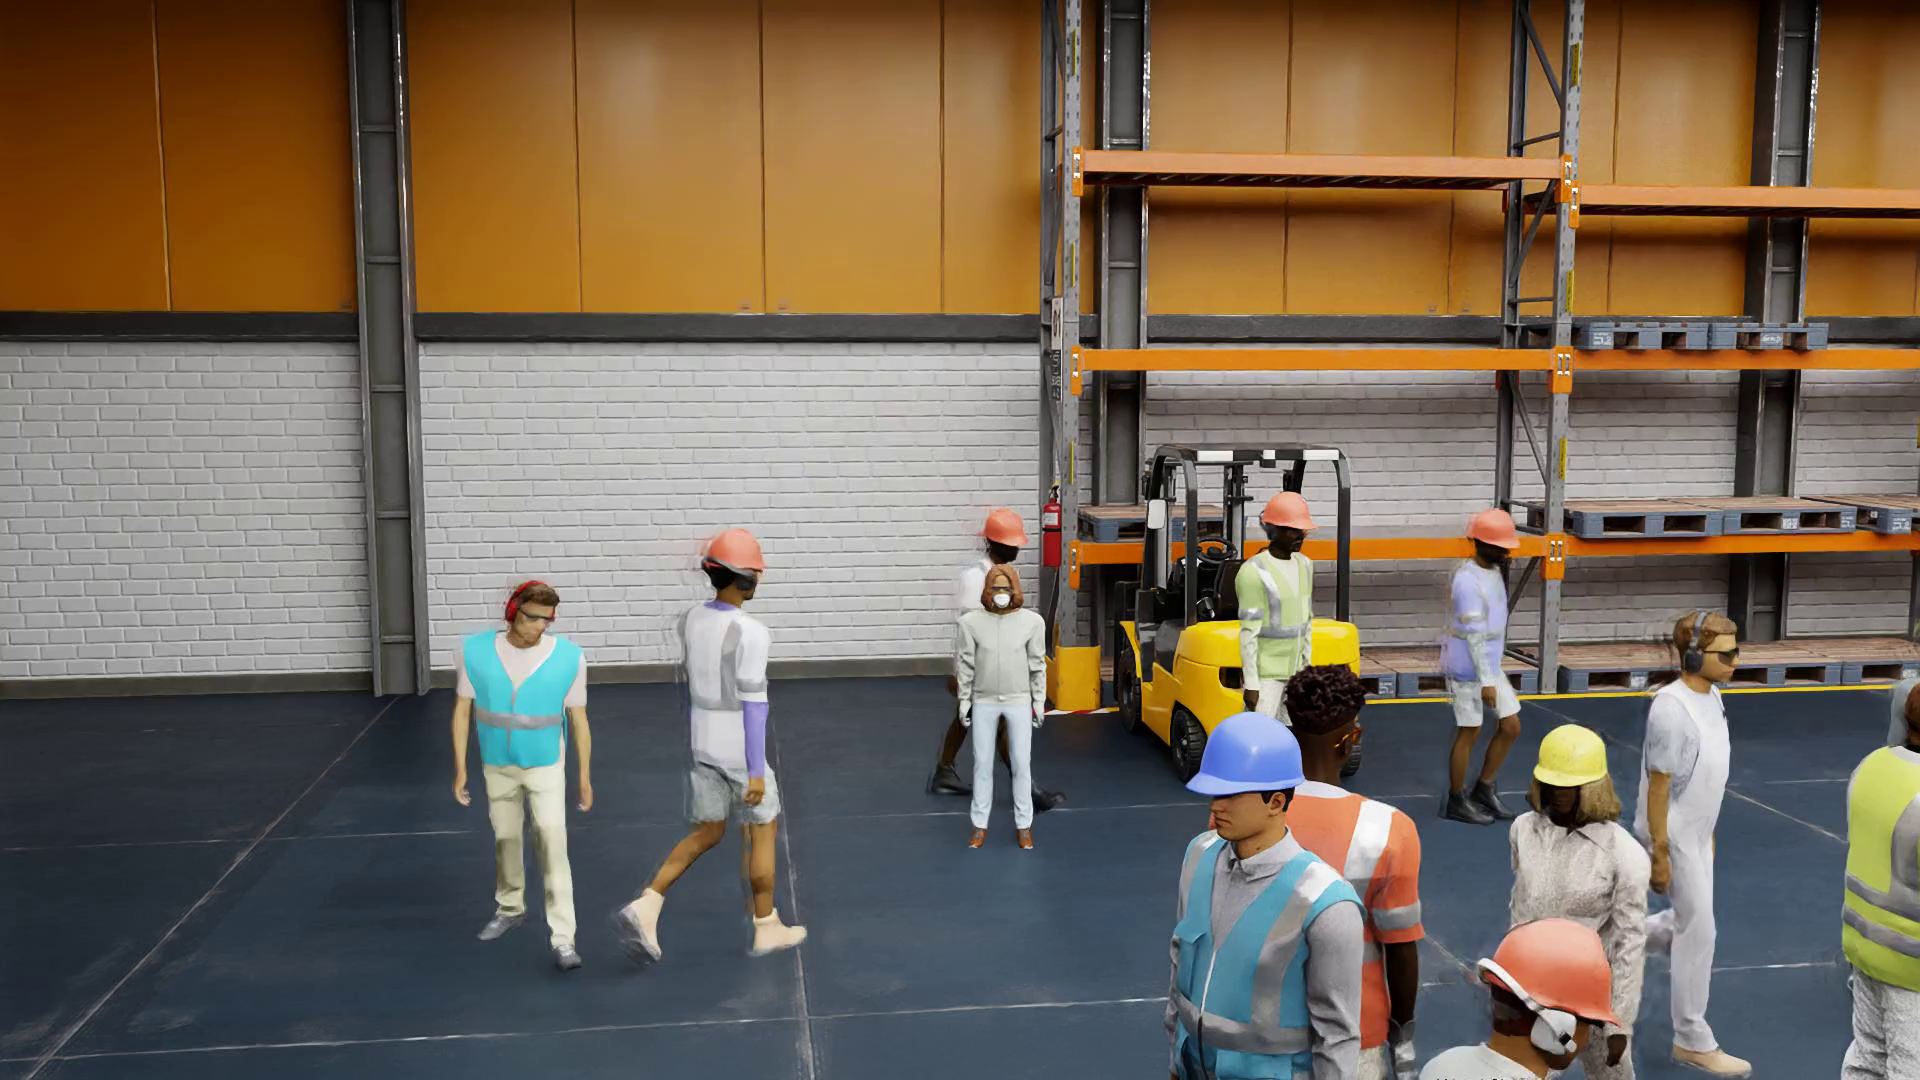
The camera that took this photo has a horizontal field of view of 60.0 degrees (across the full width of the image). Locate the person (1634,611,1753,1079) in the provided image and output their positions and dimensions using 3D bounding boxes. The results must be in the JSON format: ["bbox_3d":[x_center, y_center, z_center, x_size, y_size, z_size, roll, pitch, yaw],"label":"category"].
[{"bbox_3d":[2.778,1.163,6.572,0.687,1.827,0.530,5,8,40],"label":"person"}]

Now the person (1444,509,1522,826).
[{"bbox_3d":[3.077,0.761,9.758,0.530,1.900,0.566,6,9,41],"label":"person"}]

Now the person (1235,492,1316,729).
[{"bbox_3d":[1.817,0.736,9.436,0.602,2.034,0.416,-6,9,-44],"label":"person"}]

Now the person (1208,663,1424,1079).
[{"bbox_3d":[0.980,1.314,4.636,0.609,1.964,0.367,4,7,29],"label":"person"}]

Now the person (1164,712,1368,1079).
[{"bbox_3d":[0.722,1.382,4.127,0.386,1.948,0.601,-4,8,-34],"label":"person"}]

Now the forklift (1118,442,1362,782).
[{"bbox_3d":[1.912,0.418,11.496,1.214,2.155,2.313,-1,7,-8],"label":"forklift"}]

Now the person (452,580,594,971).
[{"bbox_3d":[-2.007,1.060,7.694,0.630,1.772,0.828,0,7,-2],"label":"person"}]

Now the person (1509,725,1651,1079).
[{"bbox_3d":[1.911,1.393,5.165,0.914,1.693,0.494,-5,8,-37],"label":"person"}]

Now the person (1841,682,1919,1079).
[{"bbox_3d":[2.978,1.325,5.147,0.431,1.836,0.619,0,7,2],"label":"person"}]

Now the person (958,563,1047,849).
[{"bbox_3d":[0.238,0.938,9.417,0.505,1.628,0.278,0,7,4],"label":"person"}]

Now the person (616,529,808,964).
[{"bbox_3d":[-1.135,0.958,7.617,0.607,2.020,0.846,6,9,44],"label":"person"}]

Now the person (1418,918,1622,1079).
[{"bbox_3d":[1.141,1.601,3.287,0.830,1.693,0.598,-1,7,-10],"label":"person"}]

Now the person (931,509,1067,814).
[{"bbox_3d":[0.223,0.730,10.210,1.013,1.863,0.631,3,7,26],"label":"person"}]
